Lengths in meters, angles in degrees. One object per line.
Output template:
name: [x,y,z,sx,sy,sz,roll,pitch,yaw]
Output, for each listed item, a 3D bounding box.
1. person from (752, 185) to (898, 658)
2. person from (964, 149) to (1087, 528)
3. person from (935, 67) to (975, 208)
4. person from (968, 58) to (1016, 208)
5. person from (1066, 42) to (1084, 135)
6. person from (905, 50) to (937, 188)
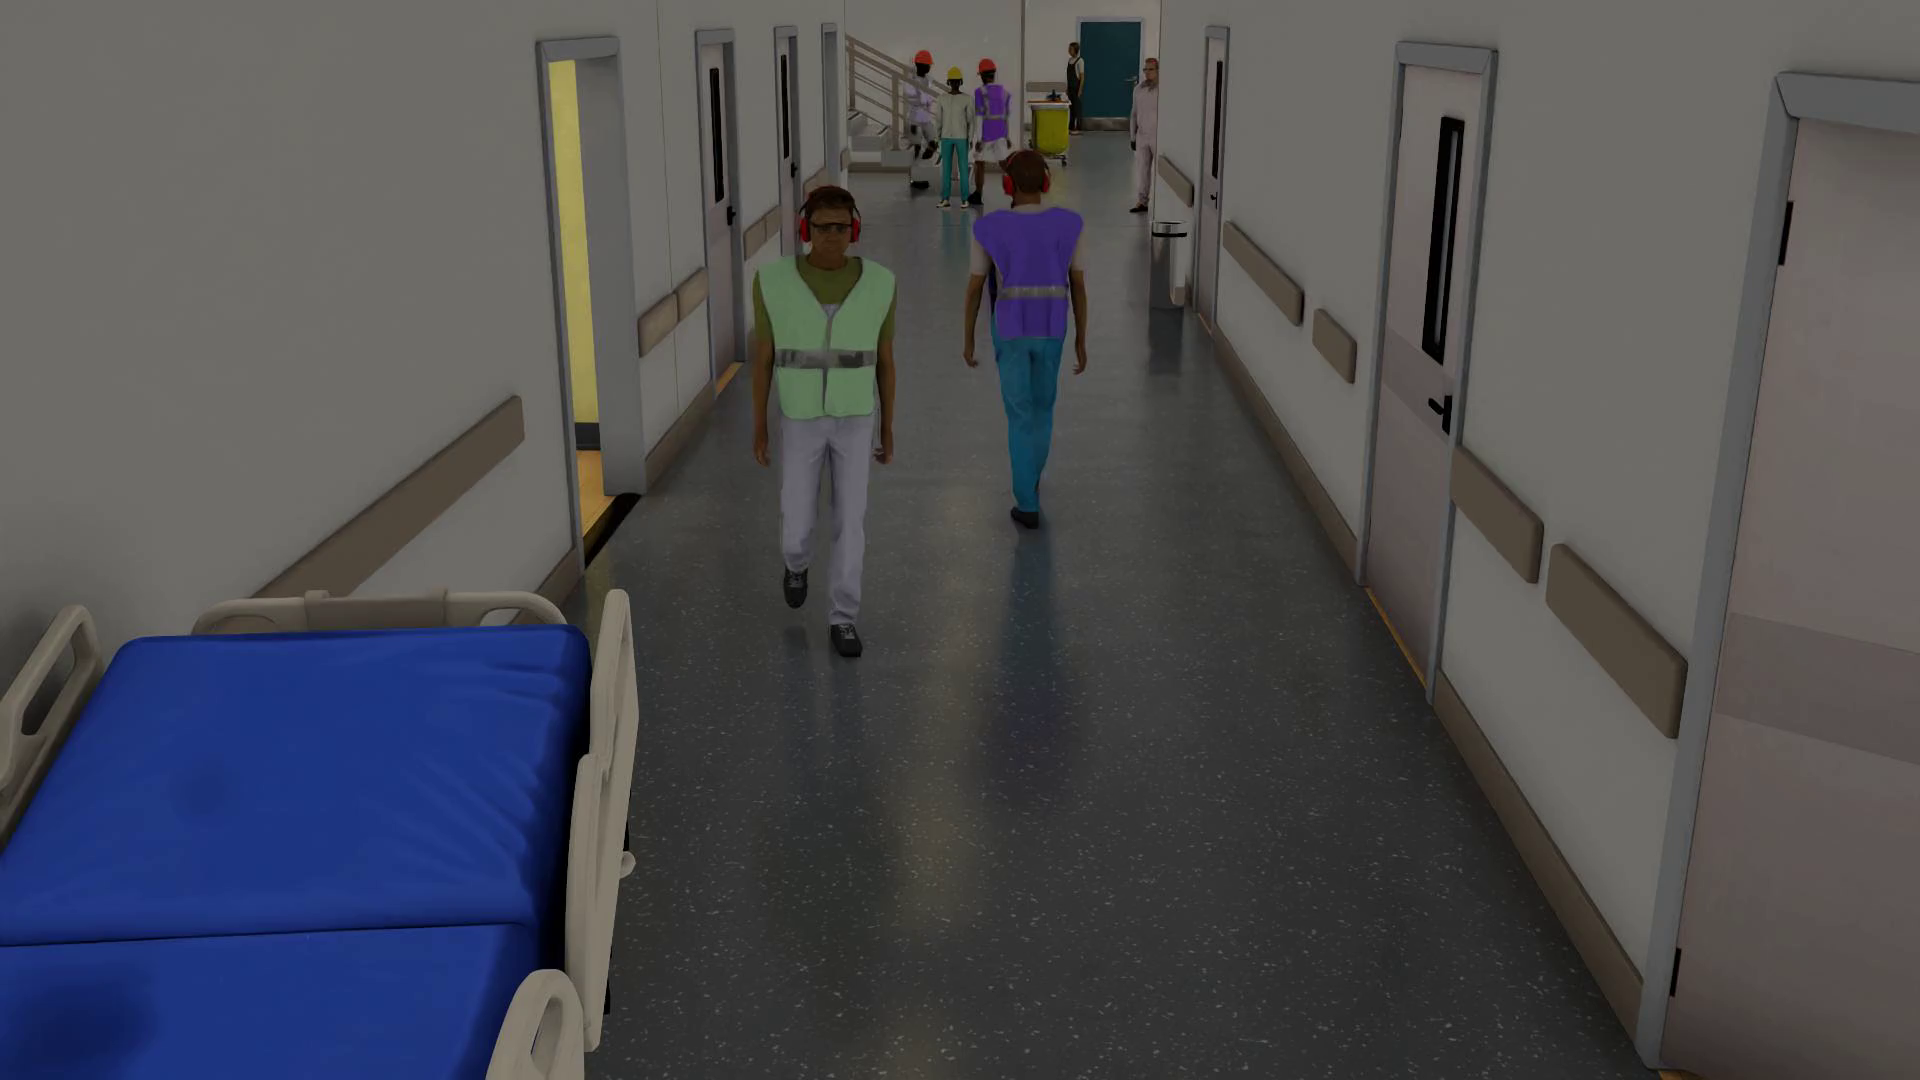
person: [-0.530,-0.483,6.545,0.581,1.828,0.571,-4,18,-13]
person: [0.309,-1.028,8.314,0.586,1.796,0.938,-3,18,-11]
person: [-0.072,-5.149,21.319,0.532,1.770,0.306,6,18,17]
person: [0.455,-5.211,21.356,0.552,1.894,1.002,-12,21,-33]
person: [2.331,-9.196,33.907,0.349,1.847,0.505,-9,20,-27]
person: [-0.543,-5.970,23.660,0.405,1.924,0.557,14,22,37]
